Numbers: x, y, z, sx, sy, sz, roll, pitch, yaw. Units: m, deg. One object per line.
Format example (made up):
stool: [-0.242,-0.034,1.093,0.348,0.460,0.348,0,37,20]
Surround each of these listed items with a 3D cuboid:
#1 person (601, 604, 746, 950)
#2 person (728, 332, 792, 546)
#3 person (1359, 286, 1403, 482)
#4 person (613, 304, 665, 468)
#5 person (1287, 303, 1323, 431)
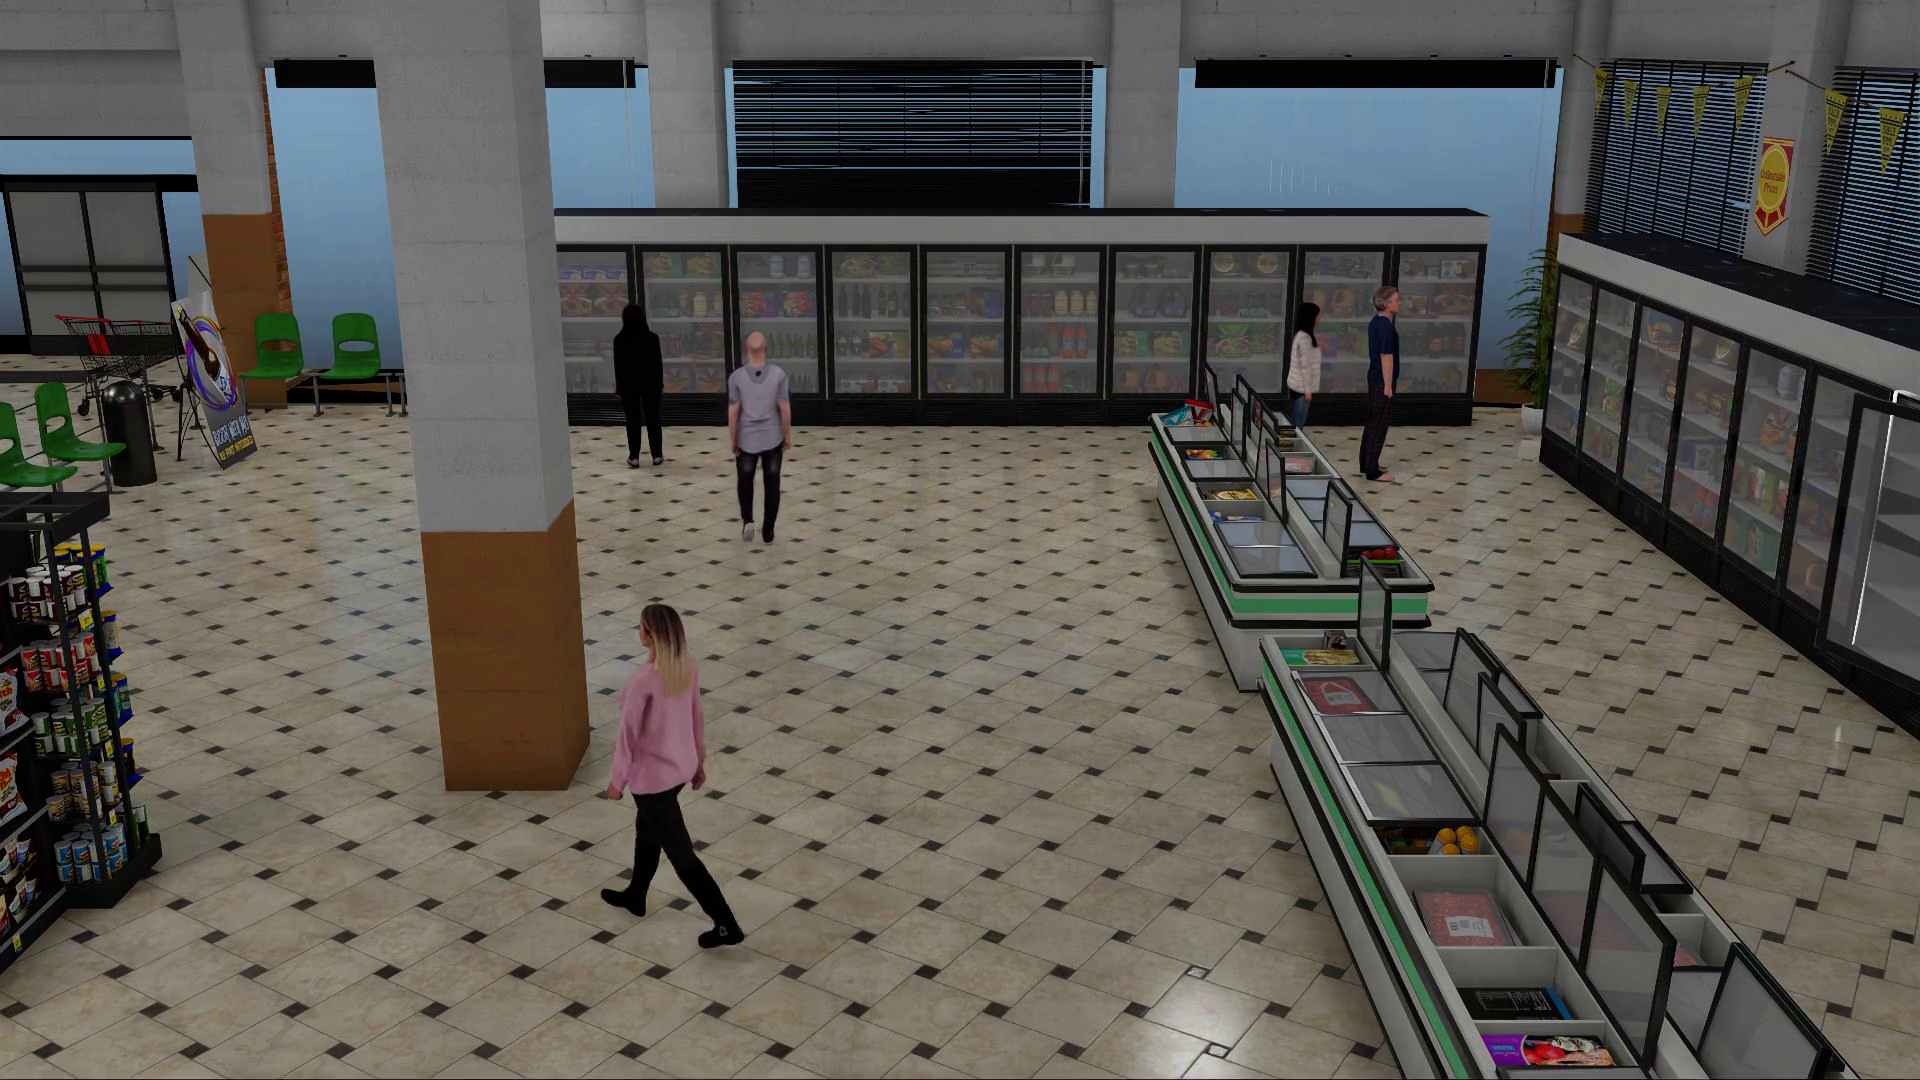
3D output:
person: [-1.312,1.136,7.716,1.001,1.648,1.147,9,19,26]
person: [-1.661,-0.807,13.815,0.716,1.821,0.865,-2,17,-6]
person: [4.080,-1.522,16.086,0.731,1.871,0.483,1,17,4]
person: [-3.194,-1.538,16.585,0.719,1.612,0.718,-5,18,-16]
person: [3.415,-1.557,16.605,0.674,1.636,0.469,0,17,1]
